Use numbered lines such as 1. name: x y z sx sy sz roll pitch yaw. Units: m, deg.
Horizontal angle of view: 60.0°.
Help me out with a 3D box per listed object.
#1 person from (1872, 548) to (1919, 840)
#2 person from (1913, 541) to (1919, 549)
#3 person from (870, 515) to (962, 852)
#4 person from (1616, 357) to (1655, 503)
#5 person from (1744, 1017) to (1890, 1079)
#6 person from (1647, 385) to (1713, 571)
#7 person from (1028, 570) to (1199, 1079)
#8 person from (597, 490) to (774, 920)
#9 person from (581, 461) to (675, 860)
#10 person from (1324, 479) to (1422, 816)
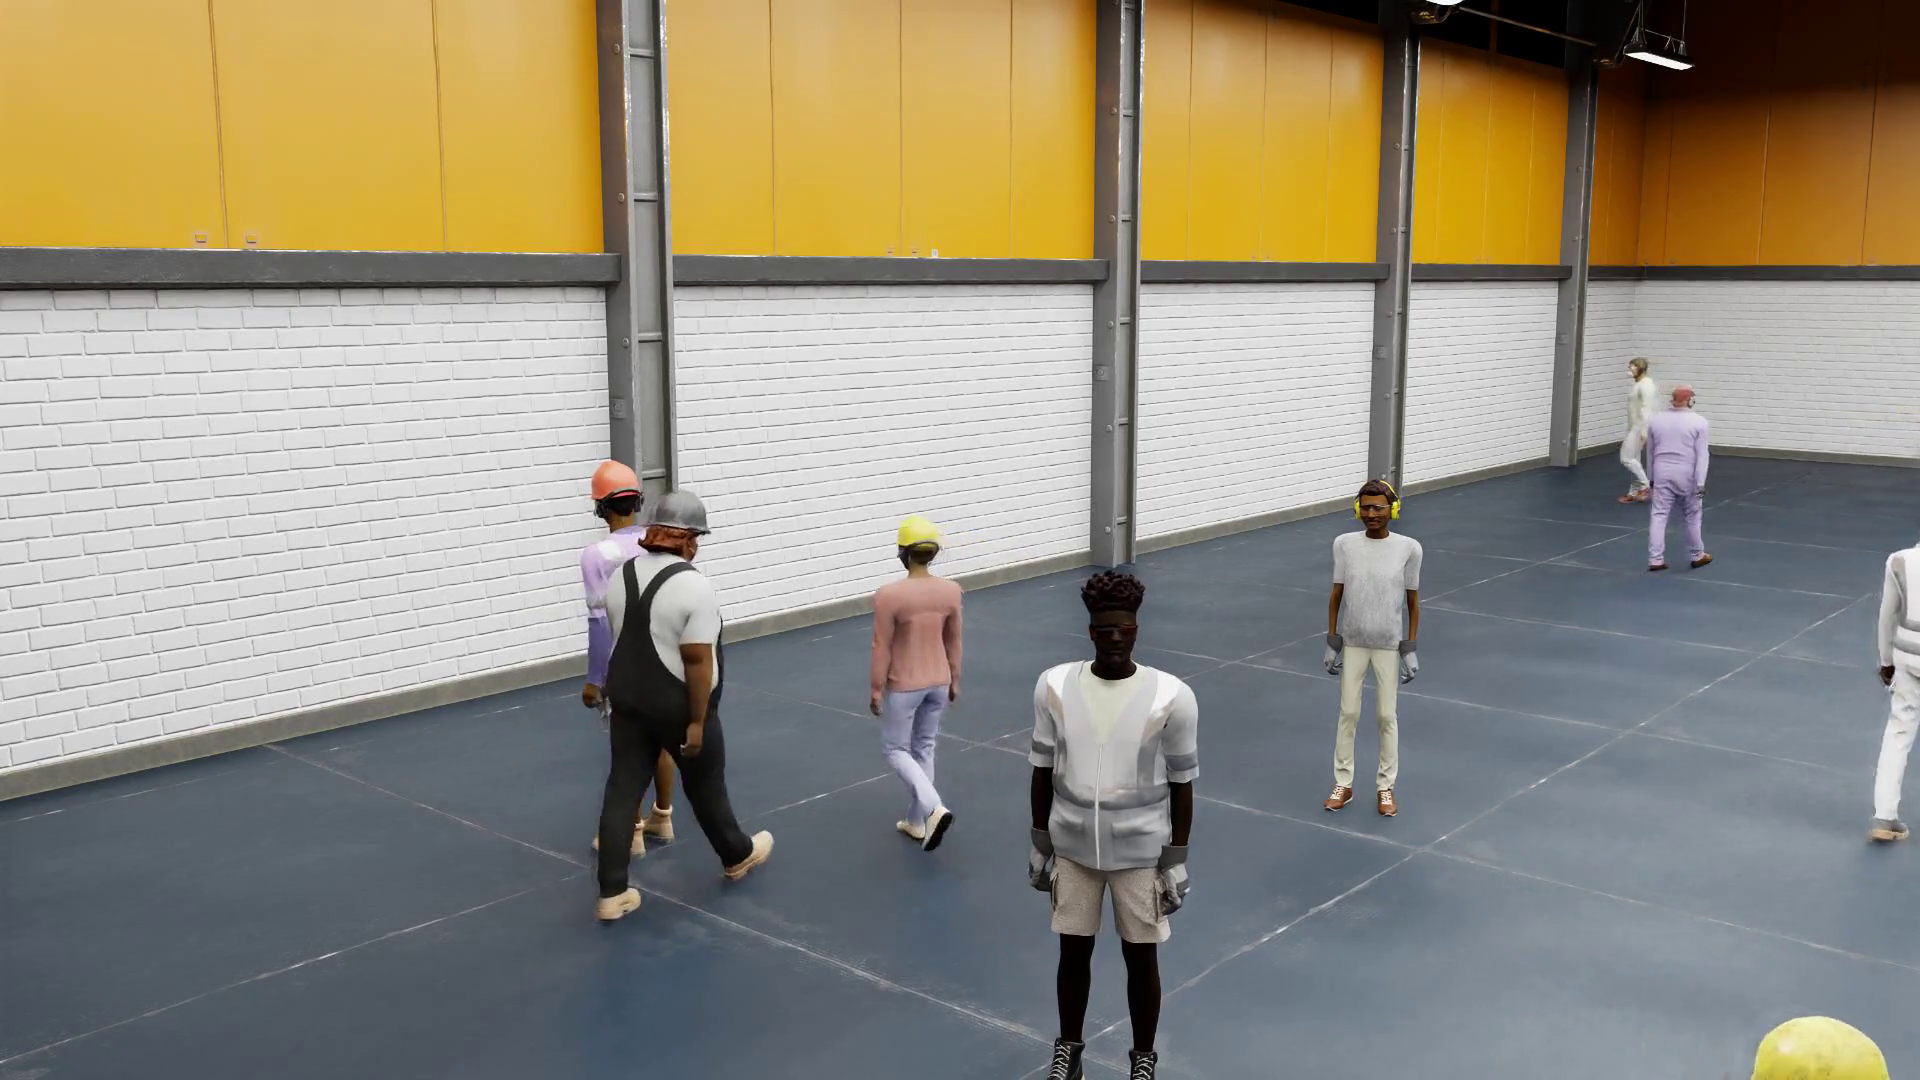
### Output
1. person: 5.174 0.666 8.844 1.010 1.830 0.599 -7 11 -37
2. person: 9.196 -0.381 15.498 0.771 1.806 0.598 -3 10 -18
3. person: -0.194 0.747 8.572 0.534 1.745 0.583 -6 11 -33
4. person: 8.781 -1.420 21.637 0.435 1.922 0.654 2 9 11
5. person: 1.442 1.645 3.022 0.493 1.722 0.526 -7 11 -36
6. person: 7.315 -0.631 16.848 0.914 1.864 0.669 -8 12 -41
7. person: 0.523 1.073 5.851 0.607 1.966 0.367 3 10 19
8. person: -1.361 0.716 7.864 0.700 2.000 1.041 5 11 31
9. person: -1.715 0.613 8.512 0.394 2.040 0.609 5 10 30
10. person: 2.276 0.589 9.195 0.518 1.872 0.326 3 10 20
